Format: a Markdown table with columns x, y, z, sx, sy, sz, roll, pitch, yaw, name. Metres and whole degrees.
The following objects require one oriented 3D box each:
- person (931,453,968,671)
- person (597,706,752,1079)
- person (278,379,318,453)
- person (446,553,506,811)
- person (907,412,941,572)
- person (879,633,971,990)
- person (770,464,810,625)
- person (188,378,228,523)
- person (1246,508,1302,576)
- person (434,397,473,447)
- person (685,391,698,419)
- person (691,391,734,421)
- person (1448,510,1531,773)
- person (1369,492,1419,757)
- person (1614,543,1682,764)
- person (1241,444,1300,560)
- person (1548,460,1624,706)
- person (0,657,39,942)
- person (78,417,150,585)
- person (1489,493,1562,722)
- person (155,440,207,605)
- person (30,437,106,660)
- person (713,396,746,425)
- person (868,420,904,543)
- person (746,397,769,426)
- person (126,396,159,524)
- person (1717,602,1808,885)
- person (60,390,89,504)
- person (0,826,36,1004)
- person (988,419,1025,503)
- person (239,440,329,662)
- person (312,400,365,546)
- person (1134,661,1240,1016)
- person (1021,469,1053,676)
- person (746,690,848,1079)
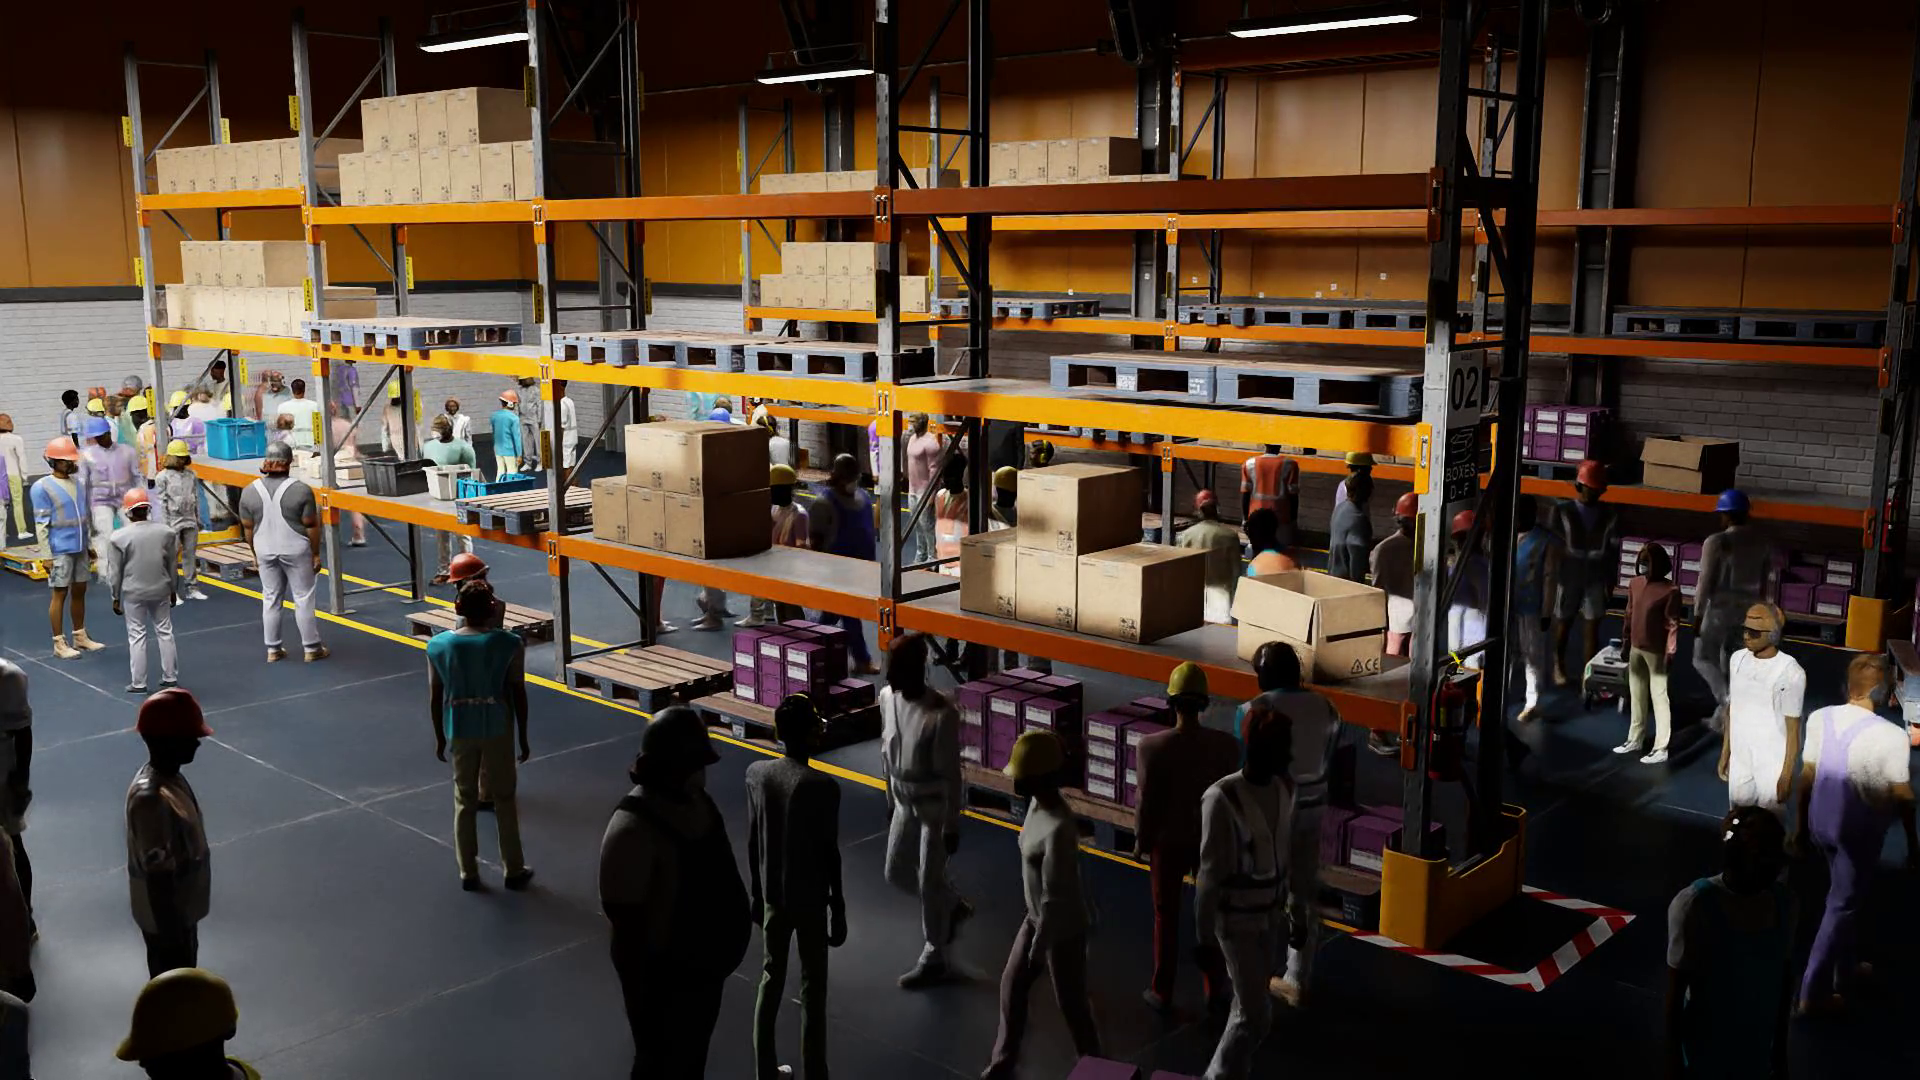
| x | y | z | sx | sy | sz | roll | pitch | yaw | name |
| --- | --- | --- | --- | --- | --- | --- | --- | --- | --- |
| -0.031 | 0.184 | 14.874 | 0.368 | 1.962 | 0.604 | -7 | 12 | -36 | person |
| -1.087 | 1.620 | 6.530 | 0.535 | 2.000 | 0.683 | 3 | 10 | 14 | person |
| -9.282 | -1.316 | 23.490 | 0.591 | 1.915 | 0.393 | -3 | 11 | -17 | person |
| -3.244 | 0.947 | 11.176 | 0.335 | 1.743 | 0.561 | 1 | 10 | 6 | person |
| -0.428 | -0.545 | 19.059 | 0.353 | 1.937 | 0.635 | -5 | 11 | -25 | person |
| -0.152 | 1.359 | 8.526 | 0.569 | 1.864 | 0.586 | -10 | 14 | -43 | person |
| -1.500 | 0.301 | 14.309 | 0.371 | 1.929 | 0.584 | -6 | 12 | -31 | person |
| -10.336 | -1.254 | 22.781 | 0.701 | 2.000 | 0.982 | -3 | 11 | -17 | person |
| 2.228 | 0.698 | 12.196 | 0.654 | 1.886 | 0.642 | 8 | 13 | 39 | person |
| -7.236 | -1.229 | 23.778 | 0.534 | 1.637 | 0.312 | -3 | 11 | -19 | person |
| -4.340 | -1.891 | 27.247 | 0.305 | 1.736 | 0.484 | 0 | 10 | -1 | person |
| -3.757 | -1.700 | 25.350 | 0.638 | 2.018 | 0.779 | -3 | 10 | -15 | person |
| 3.798 | 0.738 | 11.993 | 0.612 | 1.882 | 0.879 | -7 | 12 | -34 | person |
| 3.308 | 0.619 | 12.357 | 0.618 | 1.986 | 0.408 | -6 | 12 | -30 | person |
| 5.068 | 0.822 | 12.221 | 0.277 | 1.627 | 0.502 | -4 | 11 | -20 | person |
| 3.216 | -0.234 | 17.240 | 0.601 | 1.960 | 0.373 | 4 | 11 | 21 | person |
| 5.220 | 0.317 | 13.971 | 0.612 | 2.014 | 0.882 | 2 | 10 | 13 | person |
| -5.233 | 1.245 | 8.859 | 0.614 | 1.963 | 0.362 | 2 | 10 | 10 | person |
| -9.429 | -0.429 | 18.517 | 0.701 | 1.909 | 0.442 | -7 | 12 | -33 | person |
| 4.462 | 0.530 | 13.300 | 0.431 | 1.835 | 0.622 | -9 | 13 | -40 | person |
| -8.248 | -0.193 | 17.627 | 0.324 | 1.740 | 0.492 | 5 | 11 | 28 | person |
| -8.182 | 0.070 | 15.293 | 0.382 | 2.040 | 0.616 | 2 | 10 | 14 | person |
| -2.908 | -0.813 | 20.581 | 0.635 | 1.936 | 0.350 | -4 | 11 | -21 | person |
| -0.909 | -0.916 | 21.205 | 0.393 | 1.927 | 0.549 | 8 | 13 | 40 | person |
| -2.952 | -1.388 | 24.390 | 0.348 | 1.740 | 0.574 | -1 | 10 | -6 | person |
| -10.202 | -0.856 | 20.906 | 0.400 | 1.913 | 0.592 | -6 | 12 | -31 | person |
| 4.446 | 1.239 | 9.272 | 0.349 | 1.838 | 0.505 | -4 | 11 | -19 | person |
| -12.967 | -1.351 | 24.316 | 0.320 | 1.692 | 0.530 | -8 | 13 | -37 | person |
| -3.982 | 1.695 | 6.668 | 0.627 | 1.847 | 0.429 | 2 | 10 | 11 | person |
| 0.516 | -0.933 | 21.095 | 0.622 | 1.992 | 0.395 | 6 | 12 | 30 | person |
| -6.122 | 0.098 | 15.138 | 0.683 | 2.000 | 0.538 | 0 | 10 | 0 | person |
| -7.932 | -0.843 | 21.003 | 1.074 | 1.849 | 0.668 | 6 | 12 | 32 | person |
| 1.108 | 1.466 | 8.179 | 0.523 | 1.769 | 0.313 | -1 | 10 | -6 | person |
| 0.639 | 0.312 | 14.390 | 0.358 | 1.880 | 0.575 | 4 | 11 | 20 | person |
| -0.717 | 1.579 | 7.296 | 0.506 | 1.861 | 0.329 | 6 | 11 | 29 | person |
